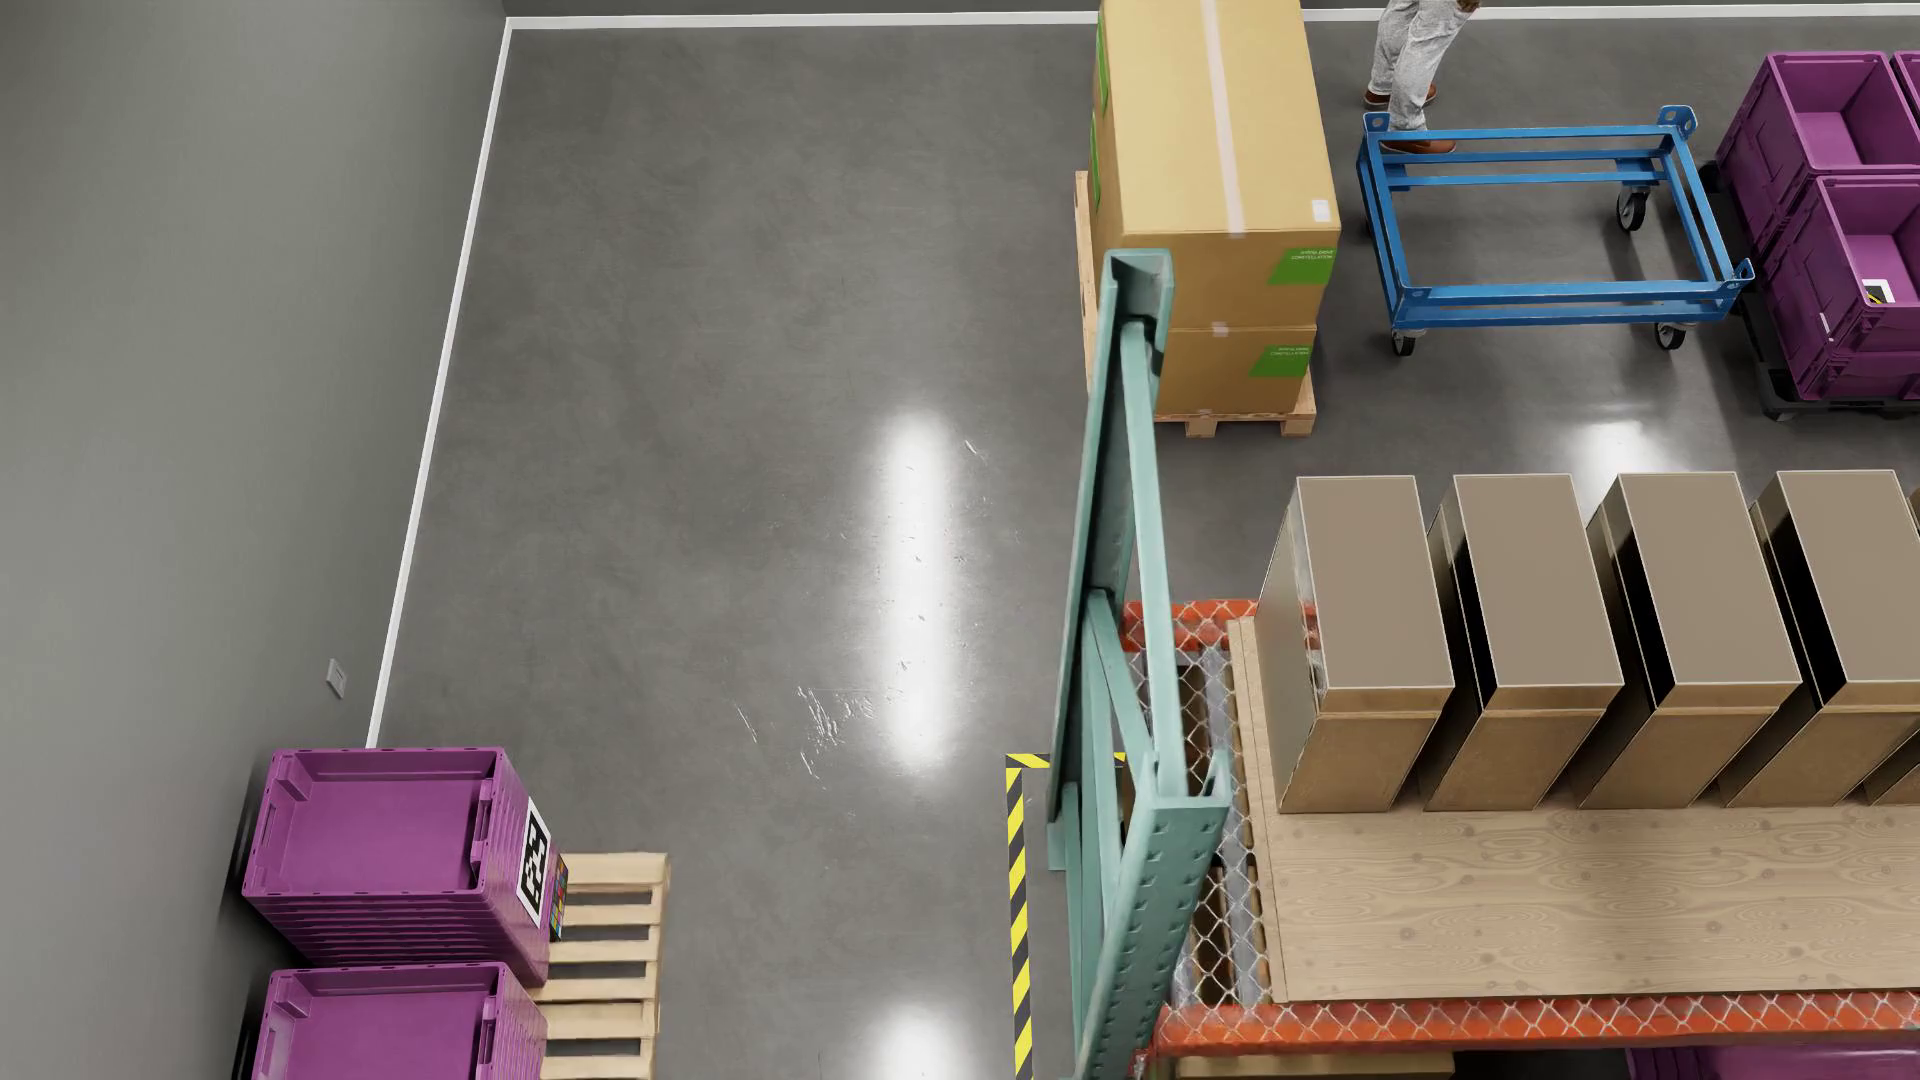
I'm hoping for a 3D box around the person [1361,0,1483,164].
[{"bbox_3d":[1.824,-2.233,6.072,0.366,1.939,0.635,-3,58,-2],"label":"person"}]
